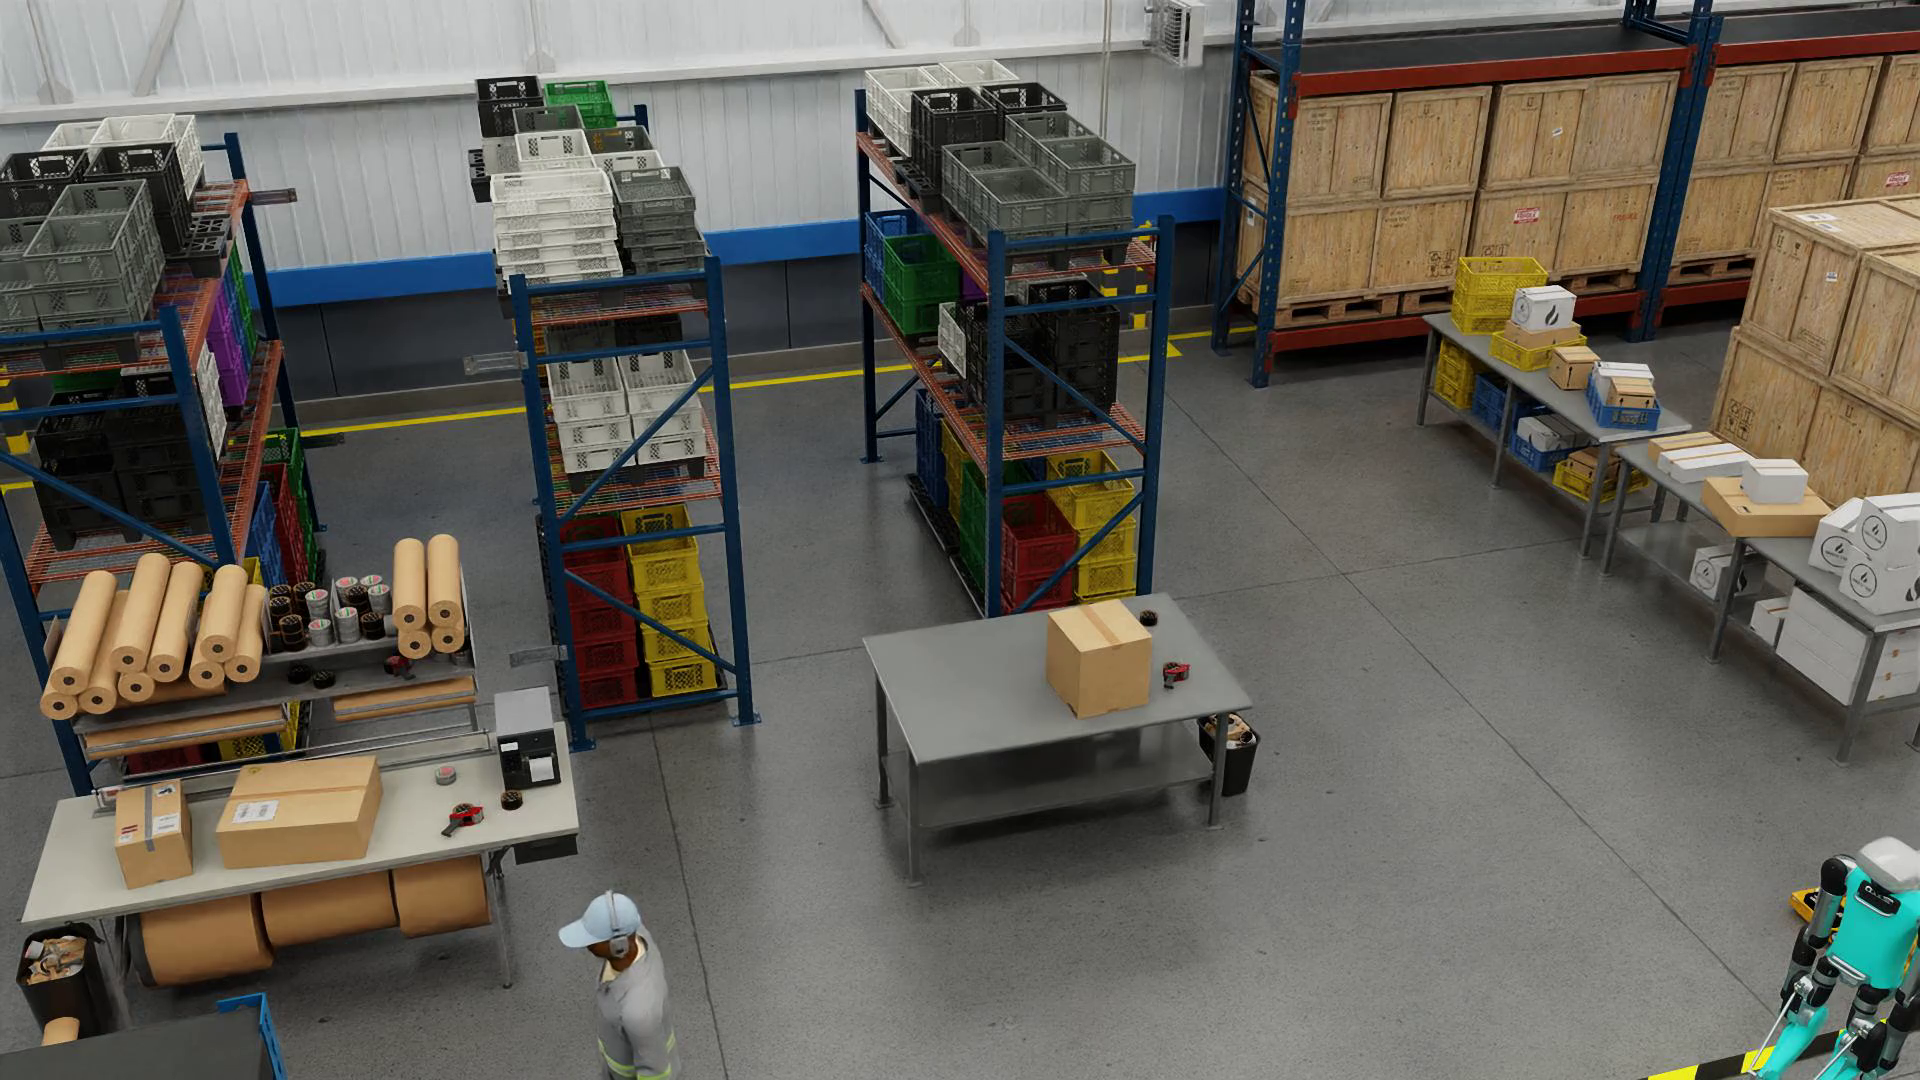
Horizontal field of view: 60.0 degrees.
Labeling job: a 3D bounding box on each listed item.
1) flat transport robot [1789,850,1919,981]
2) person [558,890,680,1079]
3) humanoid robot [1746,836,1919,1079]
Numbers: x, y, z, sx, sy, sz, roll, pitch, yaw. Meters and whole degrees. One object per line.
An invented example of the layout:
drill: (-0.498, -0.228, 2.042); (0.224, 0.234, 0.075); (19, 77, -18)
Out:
flat transport robot: (5.163, 1.916, 8.676); (1.431, 0.231, 0.659); (-8, 30, -14)
person: (-1.313, 2.136, 6.631); (0.387, 1.850, 0.597); (-9, 30, -16)
humanoid robot: (3.504, 2.017, 6.827); (0.735, 1.677, 0.533); (-16, 33, -27)
